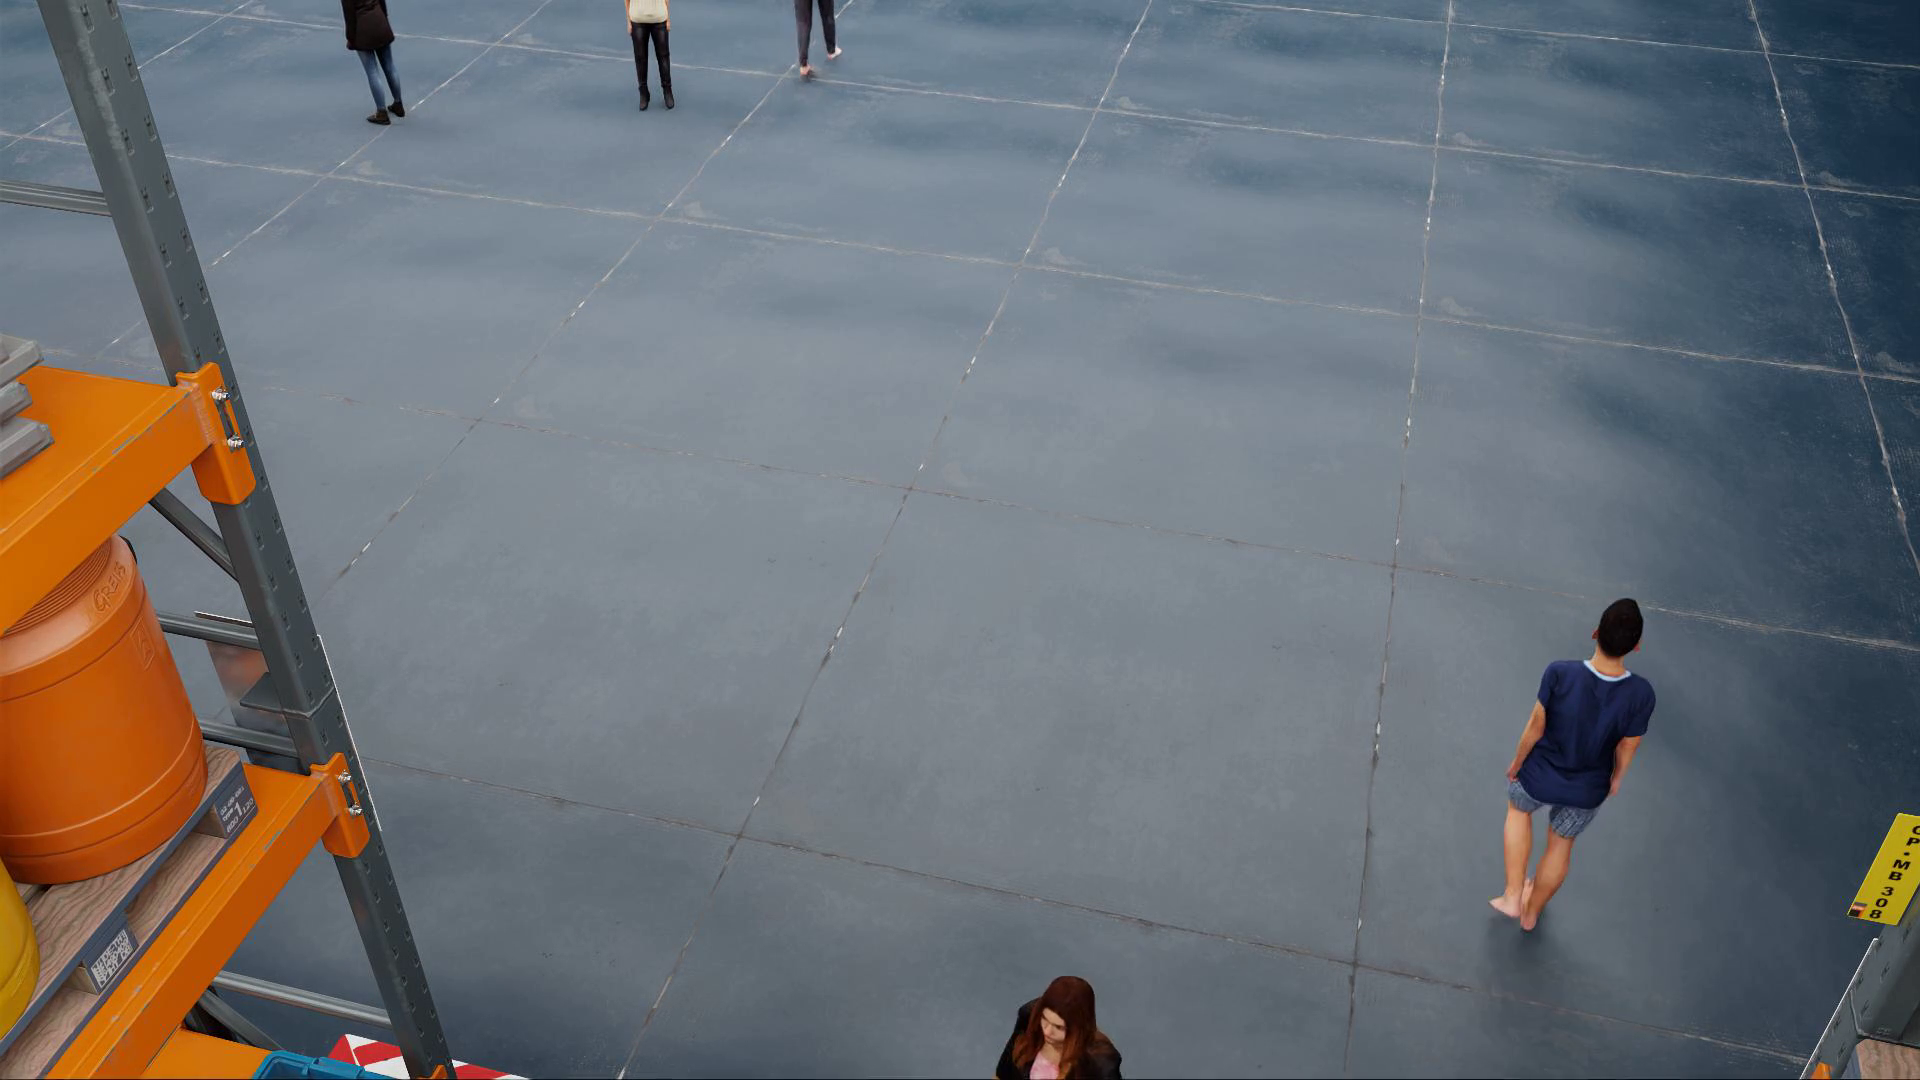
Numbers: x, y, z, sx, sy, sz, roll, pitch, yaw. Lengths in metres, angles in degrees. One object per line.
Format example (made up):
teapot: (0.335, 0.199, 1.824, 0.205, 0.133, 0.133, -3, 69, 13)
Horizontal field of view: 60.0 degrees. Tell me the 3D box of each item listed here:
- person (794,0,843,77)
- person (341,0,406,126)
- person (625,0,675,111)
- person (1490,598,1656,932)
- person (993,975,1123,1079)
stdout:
person: (-1.387, -5.083, 15.168, 0.628, 1.727, 0.990, 8, 39, 10)
person: (-5.114, -4.421, 14.398, 0.764, 1.633, 0.650, 22, 43, 26)
person: (-2.745, -4.592, 14.653, 0.653, 1.588, 0.612, -5, 38, -6)
person: (2.620, 1.079, 7.206, 0.658, 1.832, 0.676, 11, 39, 14)
person: (0.445, 2.068, 6.076, 1.195, 1.667, 1.029, -27, 46, -30)
